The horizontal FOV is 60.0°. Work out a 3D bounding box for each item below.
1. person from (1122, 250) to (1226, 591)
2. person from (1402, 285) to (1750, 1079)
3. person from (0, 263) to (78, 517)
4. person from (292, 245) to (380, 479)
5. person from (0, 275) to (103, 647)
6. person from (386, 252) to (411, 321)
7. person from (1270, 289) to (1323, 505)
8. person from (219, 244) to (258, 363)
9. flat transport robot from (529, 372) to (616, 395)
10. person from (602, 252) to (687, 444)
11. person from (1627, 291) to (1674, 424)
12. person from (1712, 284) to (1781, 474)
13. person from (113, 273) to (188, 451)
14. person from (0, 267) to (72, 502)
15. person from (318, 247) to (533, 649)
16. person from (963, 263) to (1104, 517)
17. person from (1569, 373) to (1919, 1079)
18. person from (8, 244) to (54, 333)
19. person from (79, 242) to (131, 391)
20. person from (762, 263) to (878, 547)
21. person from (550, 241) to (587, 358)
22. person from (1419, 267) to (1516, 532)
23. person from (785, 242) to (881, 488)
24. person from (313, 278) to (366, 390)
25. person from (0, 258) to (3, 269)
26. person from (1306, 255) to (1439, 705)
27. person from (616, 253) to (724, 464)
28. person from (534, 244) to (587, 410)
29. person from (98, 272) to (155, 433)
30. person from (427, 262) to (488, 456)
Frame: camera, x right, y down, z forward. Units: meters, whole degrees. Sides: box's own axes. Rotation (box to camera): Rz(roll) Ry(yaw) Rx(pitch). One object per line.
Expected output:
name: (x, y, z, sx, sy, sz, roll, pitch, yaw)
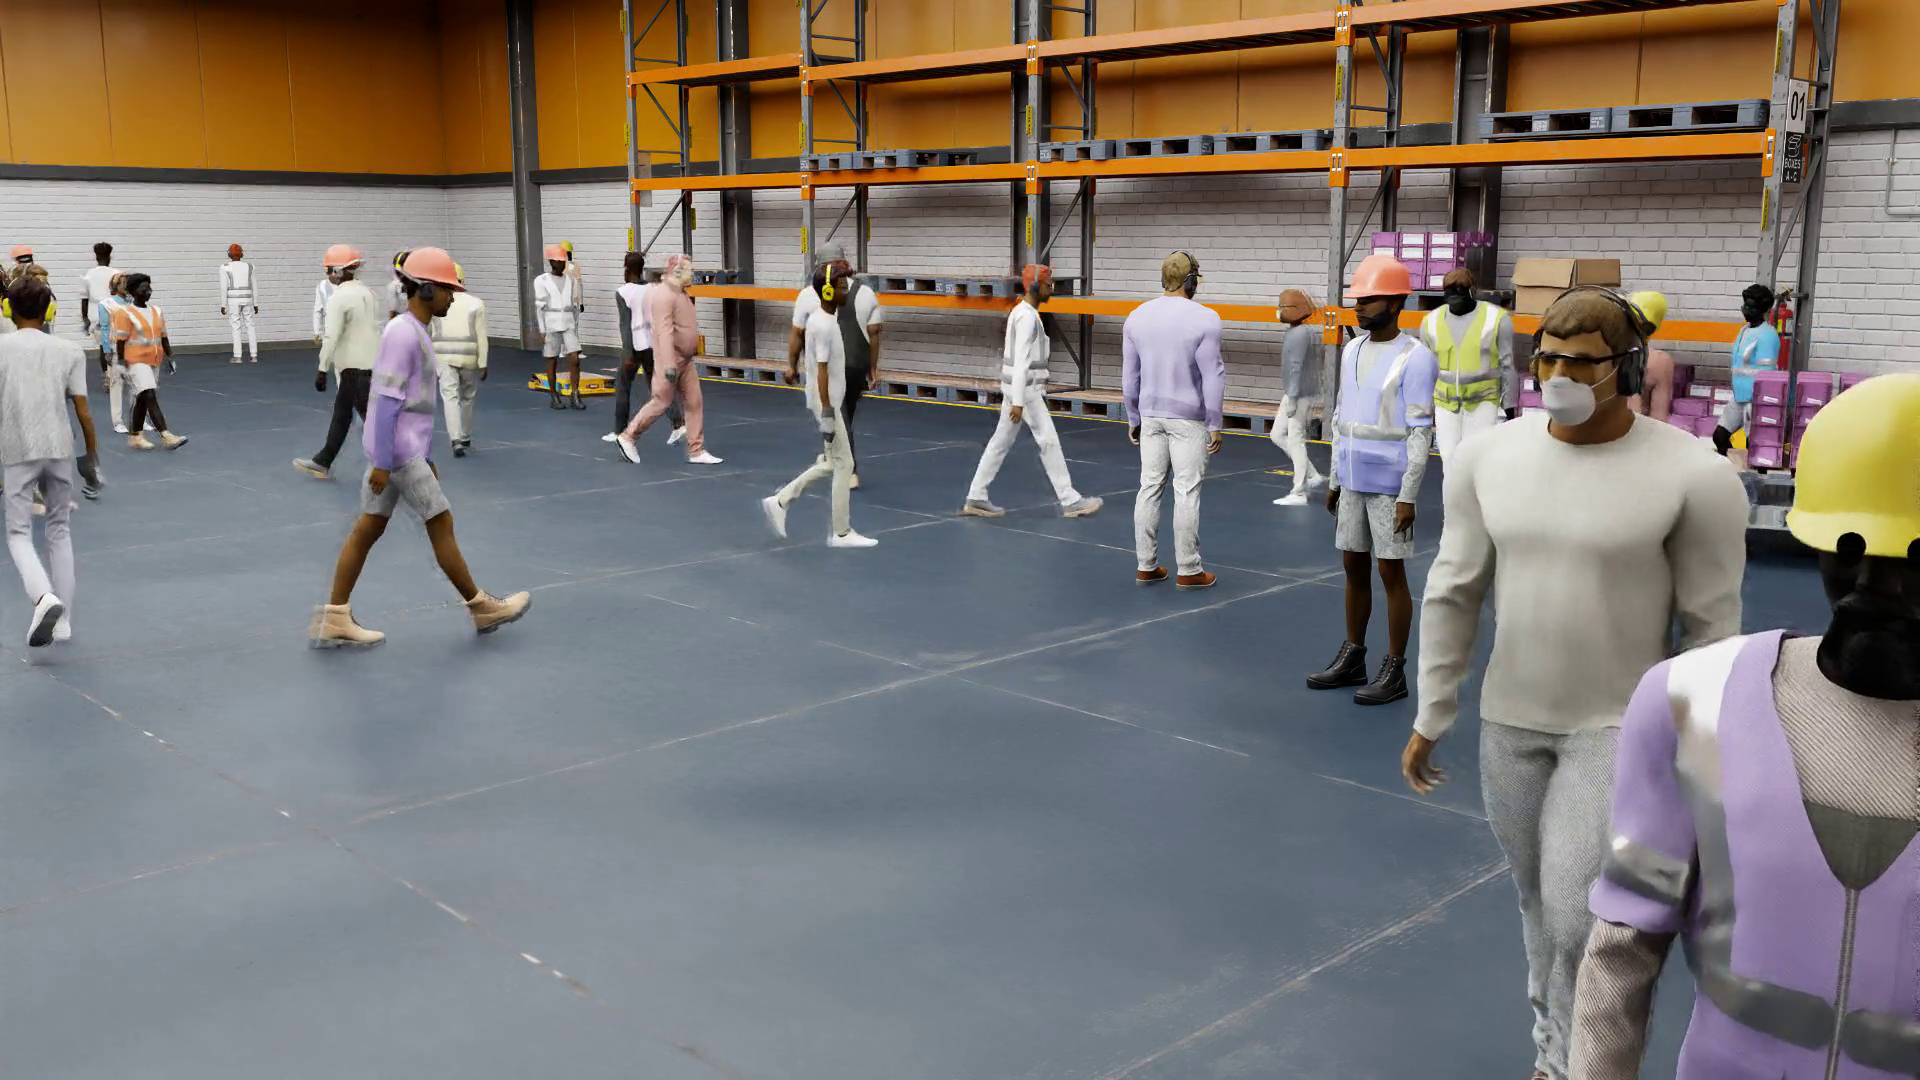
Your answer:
person: (1.223, -0.677, 9.516, 0.635, 1.937, 0.352, 8, 13, 37)
person: (1.254, 0.430, 3.542, 0.757, 1.912, 0.627, -10, 14, -43)
person: (-6.619, -1.062, 11.922, 0.514, 1.821, 0.502, 1, 10, 3)
person: (-5.036, -1.431, 13.621, 1.012, 1.937, 0.644, 1, 10, 5)
person: (-4.506, -0.373, 8.158, 0.528, 1.831, 0.664, -8, 13, -38)
person: (-5.739, -2.053, 17.329, 0.471, 1.850, 0.576, 1, 10, 6)
person: (2.509, -1.062, 12.470, 0.347, 1.618, 0.516, 1, 10, 5)
person: (-11.461, -3.757, 26.459, 0.585, 1.882, 0.340, -10, 14, -43)
flat transport robot: (-4.981, -2.024, 21.408, 0.652, 0.197, 1.431, -7, 13, -35)
person: (-3.059, -1.856, 16.149, 0.989, 1.874, 0.592, 7, 12, 33)
person: (3.529, -0.496, 9.127, 0.667, 1.721, 0.308, 1, 10, 5)
person: (5.712, -1.026, 12.131, 0.532, 1.665, 0.565, 1, 10, 6)
person: (-7.528, -1.648, 15.541, 0.819, 1.655, 0.553, 3, 11, 17)
person: (-6.881, -1.092, 12.150, 0.659, 1.809, 0.656, -8, 13, -36)
person: (-2.714, -0.449, 8.226, 1.069, 1.957, 0.608, -4, 11, -21)
person: (0.493, -1.055, 11.896, 1.017, 1.833, 0.604, -1, 10, -5)
person: (1.062, 0.732, 2.017, 0.610, 1.871, 1.012, 8, 13, 39)
person: (-11.845, -2.818, 21.274, 0.571, 1.911, 0.397, 1, 10, 5)
person: (-11.030, -2.864, 21.440, 0.618, 1.945, 0.709, -1, 10, -4)
person: (-0.906, -0.855, 10.729, 0.672, 1.849, 0.530, -1, 10, -7)
person: (-6.433, -3.937, 27.313, 0.587, 1.930, 0.359, 4, 11, 22)
person: (3.378, -0.913, 11.152, 0.642, 1.812, 0.487, 7, 13, 34)
person: (-1.024, -1.462, 13.516, 0.690, 2.000, 1.033, -5, 12, -27)
person: (-7.336, -2.476, 19.668, 0.608, 1.816, 0.581, -1, 10, -4)
person: (-13.291, -3.065, 23.009, 0.533, 1.768, 0.310, -7, 12, -33)
person: (1.792, -0.257, 7.225, 0.357, 1.938, 0.545, -6, 12, -29)
person: (-2.594, -1.589, 14.698, 0.907, 1.865, 0.660, 2, 11, 12)
person: (-4.598, -2.437, 19.188, 0.555, 1.911, 0.743, -7, 12, -33)
person: (-8.593, -1.925, 17.126, 0.308, 1.645, 0.514, 5, 12, 27)
person: (-4.684, -1.679, 15.416, 0.596, 1.790, 0.931, -3, 11, -18)
